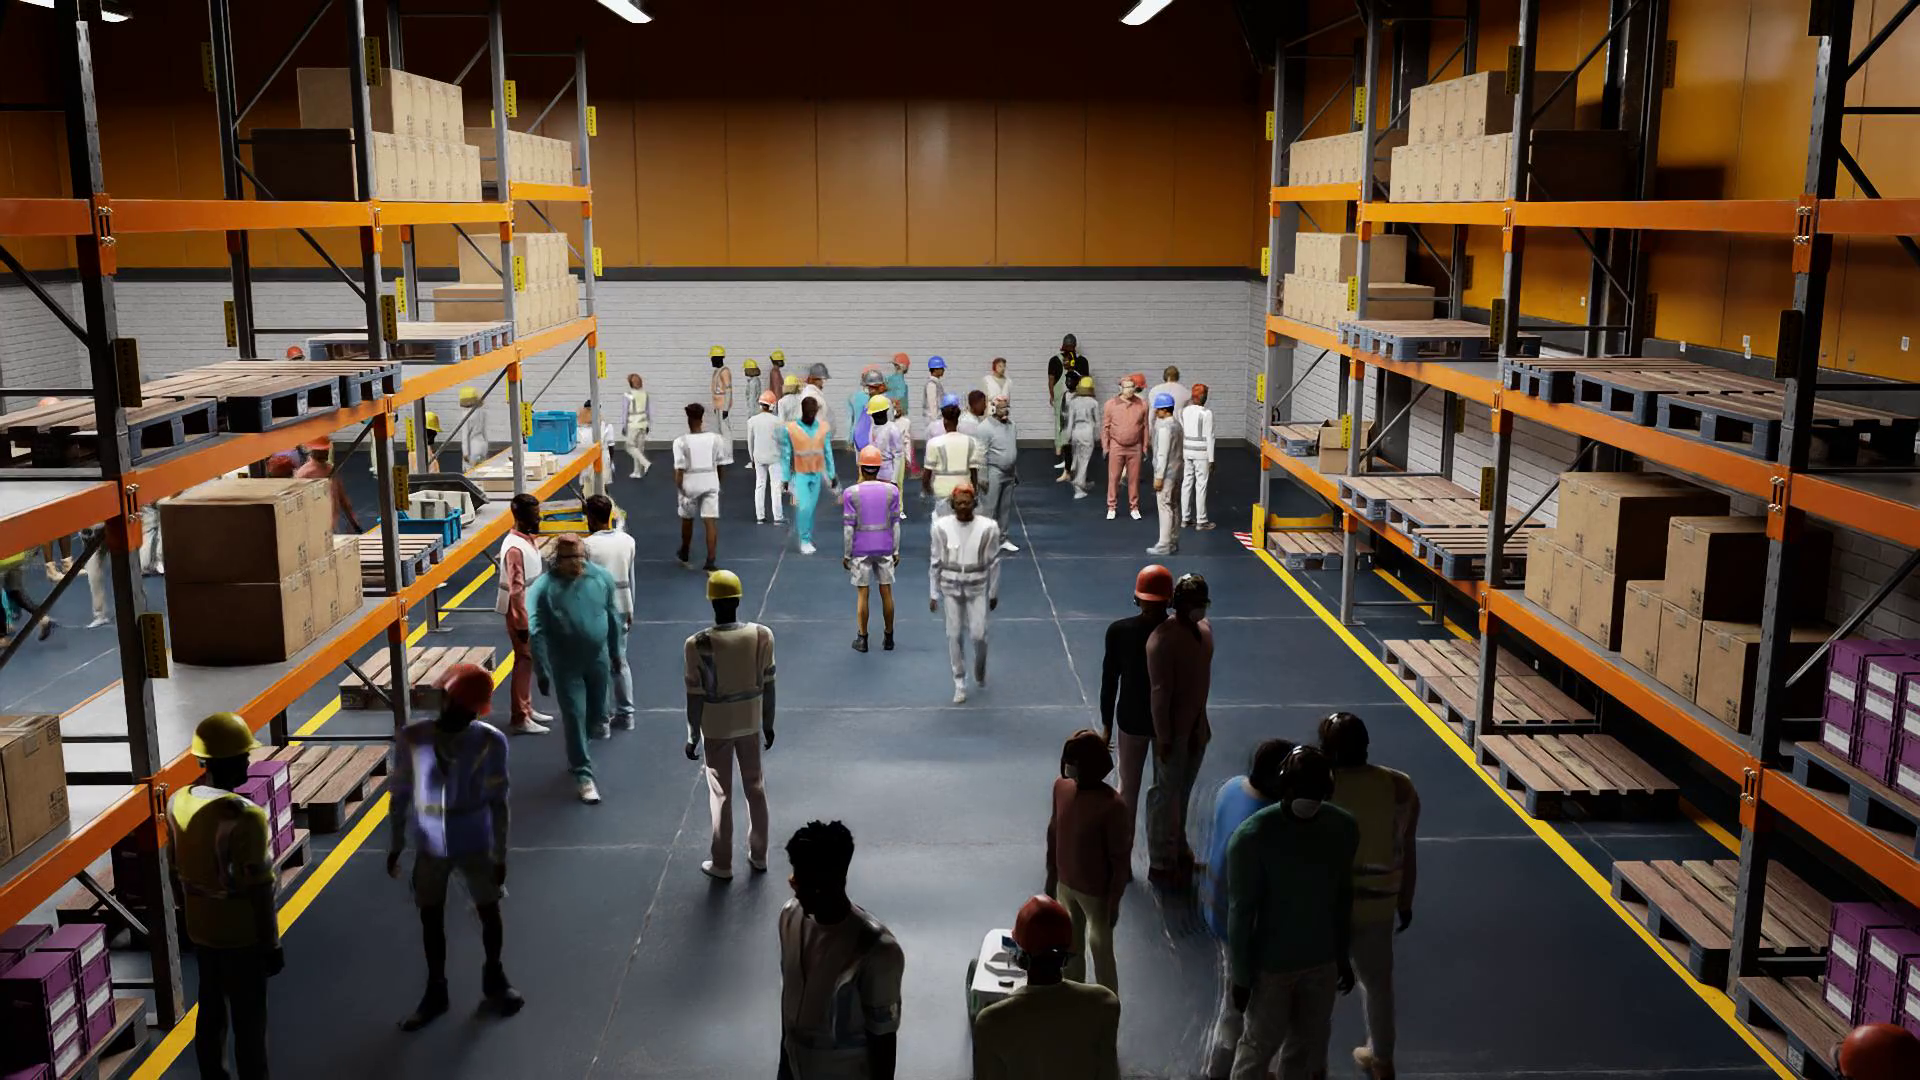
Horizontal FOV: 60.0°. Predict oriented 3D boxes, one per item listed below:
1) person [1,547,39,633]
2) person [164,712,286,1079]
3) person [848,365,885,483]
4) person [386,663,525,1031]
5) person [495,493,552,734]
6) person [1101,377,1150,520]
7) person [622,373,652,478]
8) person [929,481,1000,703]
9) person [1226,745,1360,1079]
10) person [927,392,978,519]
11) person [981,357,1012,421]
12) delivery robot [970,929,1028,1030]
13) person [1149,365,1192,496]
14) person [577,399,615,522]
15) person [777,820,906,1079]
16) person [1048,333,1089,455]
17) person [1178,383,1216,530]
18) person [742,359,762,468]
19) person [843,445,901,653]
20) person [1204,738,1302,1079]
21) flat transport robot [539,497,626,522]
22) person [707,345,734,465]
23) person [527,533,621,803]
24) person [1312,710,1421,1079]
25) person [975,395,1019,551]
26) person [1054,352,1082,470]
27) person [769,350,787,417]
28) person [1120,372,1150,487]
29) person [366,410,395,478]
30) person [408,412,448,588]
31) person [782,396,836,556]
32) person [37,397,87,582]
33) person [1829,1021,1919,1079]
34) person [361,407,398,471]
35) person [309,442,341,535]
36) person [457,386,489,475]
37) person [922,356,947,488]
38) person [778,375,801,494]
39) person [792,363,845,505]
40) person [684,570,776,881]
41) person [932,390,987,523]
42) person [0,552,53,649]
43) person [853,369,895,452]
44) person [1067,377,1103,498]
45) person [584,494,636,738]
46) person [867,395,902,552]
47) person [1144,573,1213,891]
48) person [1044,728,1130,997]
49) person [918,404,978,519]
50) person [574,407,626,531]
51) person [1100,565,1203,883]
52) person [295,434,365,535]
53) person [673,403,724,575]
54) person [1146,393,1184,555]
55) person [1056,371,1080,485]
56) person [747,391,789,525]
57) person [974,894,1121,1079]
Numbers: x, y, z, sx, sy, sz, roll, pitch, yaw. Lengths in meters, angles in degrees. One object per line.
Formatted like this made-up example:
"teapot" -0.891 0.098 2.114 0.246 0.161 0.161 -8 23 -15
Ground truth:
"person" -9.430 -0.006 16.361 0.597 1.779 1.007 -7 13 -32
"person" -3.229 1.702 7.383 0.589 1.928 0.385 6 13 27
"person" -1.282 -1.365 22.551 0.644 2.018 0.656 5 13 26
"person" -2.548 1.526 8.382 0.628 1.894 0.438 -1 11 -4
"person" -3.453 0.574 13.093 0.385 1.911 0.602 -1 11 -7
"person" 2.197 -1.214 22.058 0.651 1.906 0.409 -1 11 -3
"person" -4.892 -1.723 25.301 0.503 1.624 0.530 8 14 34
"person" 0.037 0.432 13.896 0.580 1.867 0.426 1 11 5
"person" 1.395 1.779 6.978 0.629 1.937 0.376 -5 12 -25
"person" -0.094 -0.808 19.966 0.643 1.920 0.483 1 11 5
"person" 0.540 -1.951 25.953 0.573 1.829 0.709 -7 13 -30
"delivery robot" 0.255 2.172 8.242 0.477 0.478 0.707 1 11 7
"person" 2.956 -1.519 23.607 0.653 1.896 0.694 0 11 -1
"person" -4.694 -0.970 21.360 0.540 1.696 0.317 -3 12 -15
"person" -0.463 1.948 6.074 0.606 1.957 0.373 11 16 44
"person" 1.822 -2.447 27.904 0.684 2.000 0.536 2 11 9
"person" 3.059 -1.075 21.411 0.356 1.887 0.573 -10 15 -40
"person" -3.309 -2.024 26.548 0.321 1.737 0.485 0 11 2
"person" -0.826 0.083 15.473 0.543 1.939 0.360 -3 12 -15
"person" 1.355 1.742 7.473 0.515 1.813 0.683 -1 11 -7
"flat transport robot" -5.204 -0.374 21.961 1.431 0.197 0.652 -7 13 -31
"person" -3.860 -2.170 26.797 0.378 1.925 0.594 -5 12 -22
"person" -2.712 0.860 11.791 0.684 1.877 0.876 -8 14 -34
"person" 1.801 1.687 7.715 0.648 1.833 0.439 -2 11 -10
"person" 0.481 -0.781 19.884 0.408 1.906 0.653 10 15 42
"person" 1.728 -2.034 26.261 0.325 1.871 0.524 -5 12 -25
"person" -3.046 -2.285 27.783 0.331 1.768 0.526 -2 11 -10
"person" 2.577 -1.644 24.692 0.570 1.732 0.574 -6 13 -26
"person" -8.851 -1.812 25.444 0.571 1.749 0.341 6 13 28
"person" -5.804 -0.440 18.148 0.383 1.917 0.584 -3 12 -12
"person" -1.764 -0.764 19.830 0.607 1.889 0.718 -7 13 -31
"person" -10.012 -0.566 18.457 0.371 2.048 0.605 3 12 13
"person" 2.689 2.264 4.998 0.561 1.753 0.331 -9 15 -39
"person" -9.122 -2.029 26.090 0.594 1.925 0.379 -8 14 -34
"person" -7.426 -0.604 19.382 0.333 1.760 0.528 -8 14 -36
"person" -6.540 -1.223 22.538 0.494 1.719 0.502 4 12 20
"person" -0.368 -1.751 24.641 0.380 1.951 0.603 0 11 1
"person" -2.407 -1.511 23.997 0.494 1.722 0.522 -5 12 -24
"person" -1.898 -1.482 23.064 0.962 2.000 0.686 -3 12 -16
"person" -1.420 1.133 10.244 0.594 1.922 0.384 -7 13 -30
"person" 0.074 -0.928 20.680 0.761 1.892 0.595 2 11 8
"person" -8.881 0.203 15.512 0.576 1.680 0.536 2 12 11
"person" -1.129 -1.225 21.776 0.536 2.000 0.688 -3 12 -16
"person" 1.872 -1.496 23.936 0.503 1.711 0.835 8 14 36
"person" -2.761 0.590 13.026 0.404 1.906 0.598 7 13 31
"person" -0.929 -0.778 19.847 0.385 1.917 0.584 -8 14 -36
"person" 1.353 1.145 10.161 0.373 1.936 0.627 8 14 34
"person" 0.604 1.705 8.105 0.280 1.634 0.498 -10 15 -40
"person" -0.168 -0.574 18.756 0.623 1.932 0.868 -6 13 -27
"person" -4.596 -0.896 21.239 0.628 1.599 0.524 -2 11 -9
"person" 1.162 1.121 10.129 0.622 1.992 0.385 1 11 6
"person" -6.255 -0.130 16.467 0.654 1.959 0.668 1 11 7
"person" -2.991 -0.602 18.944 0.609 1.912 0.999 -5 12 -23
"person" 2.466 -0.792 19.879 0.421 1.936 0.614 4 12 21
"person" 1.676 -1.682 24.932 0.317 1.696 0.539 -10 15 -40
"person" -2.494 -1.074 21.740 0.559 1.752 0.326 4 12 20
"person" 0.286 2.091 5.867 0.565 1.751 0.330 -5 12 -24
